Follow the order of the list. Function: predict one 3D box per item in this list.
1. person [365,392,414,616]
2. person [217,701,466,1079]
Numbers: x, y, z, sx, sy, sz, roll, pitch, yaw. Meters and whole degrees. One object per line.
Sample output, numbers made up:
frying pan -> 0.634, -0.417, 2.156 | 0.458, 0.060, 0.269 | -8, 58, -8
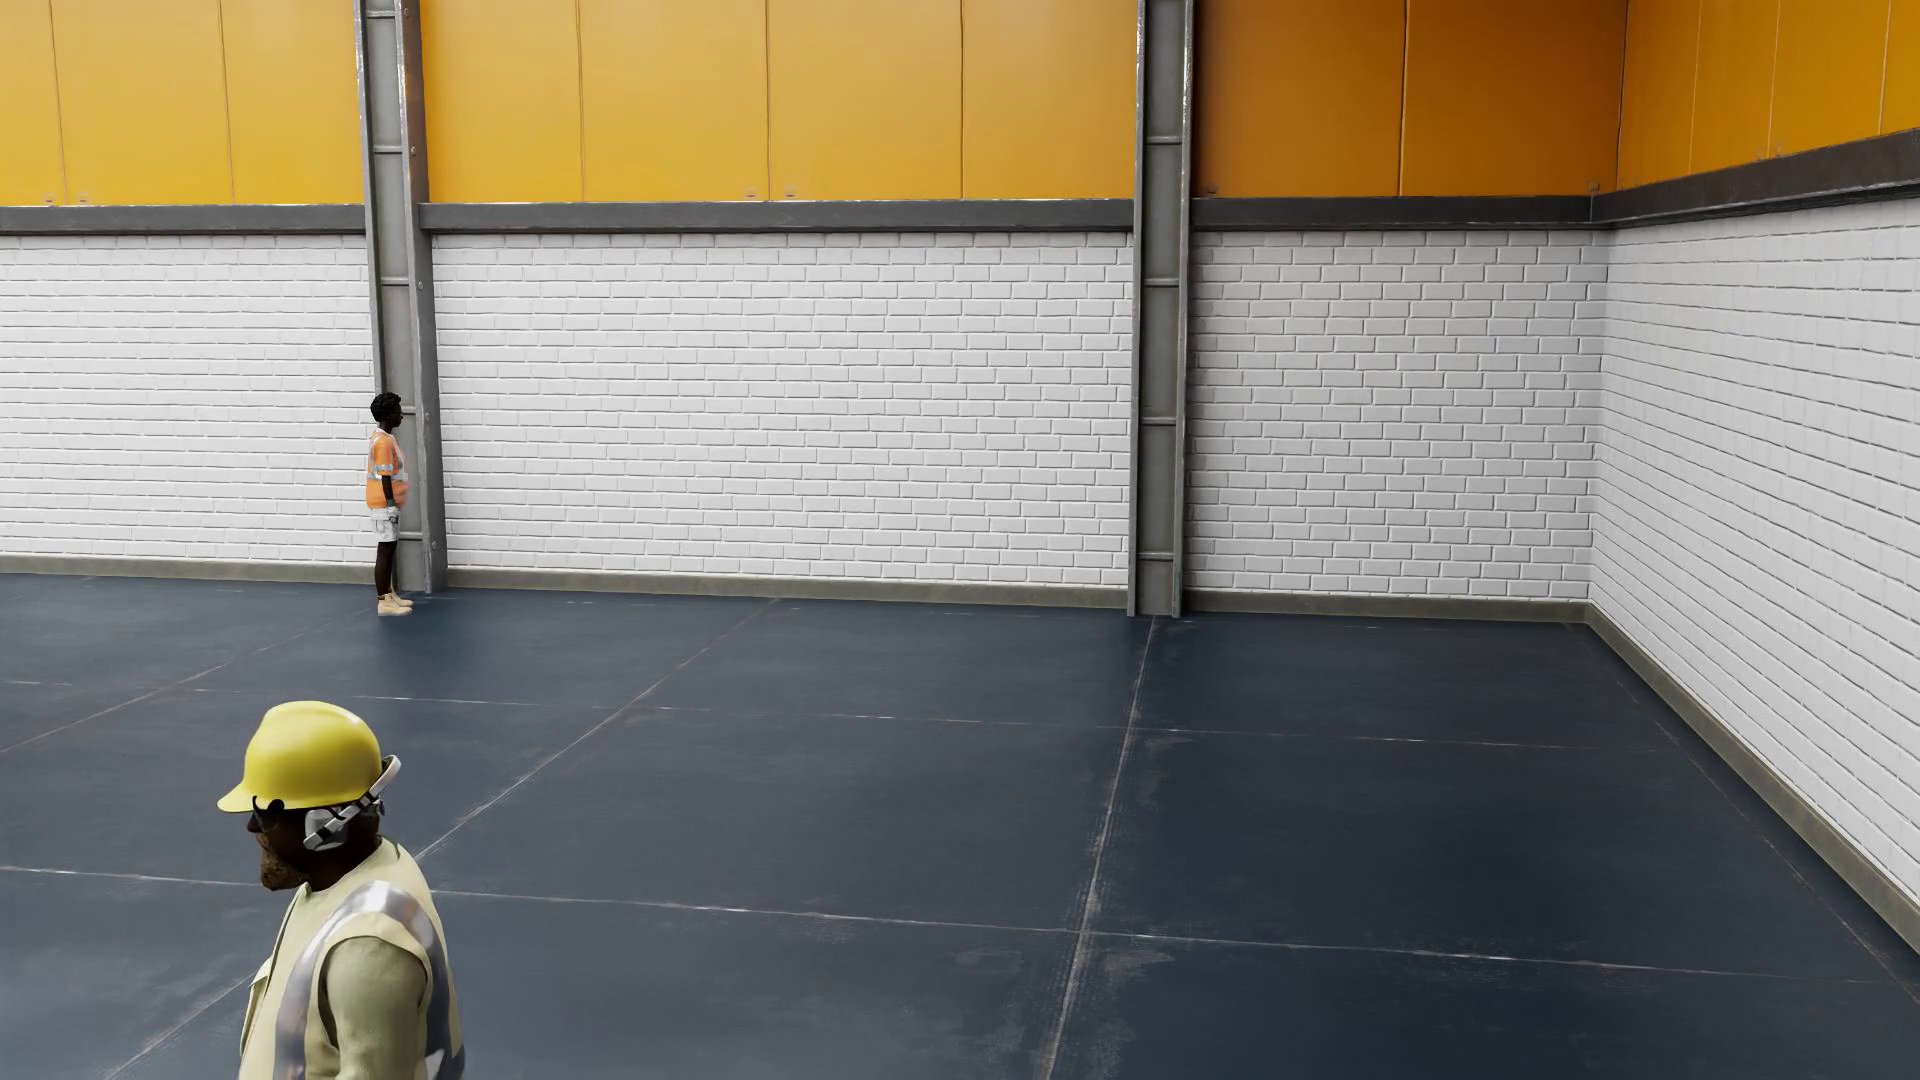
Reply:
person -> -4.334, -0.271, 12.608 | 0.320, 1.692, 0.532 | -3, 10, -16
person -> -1.148, 1.194, 3.164 | 0.403, 1.824, 0.594 | -4, 10, -24
